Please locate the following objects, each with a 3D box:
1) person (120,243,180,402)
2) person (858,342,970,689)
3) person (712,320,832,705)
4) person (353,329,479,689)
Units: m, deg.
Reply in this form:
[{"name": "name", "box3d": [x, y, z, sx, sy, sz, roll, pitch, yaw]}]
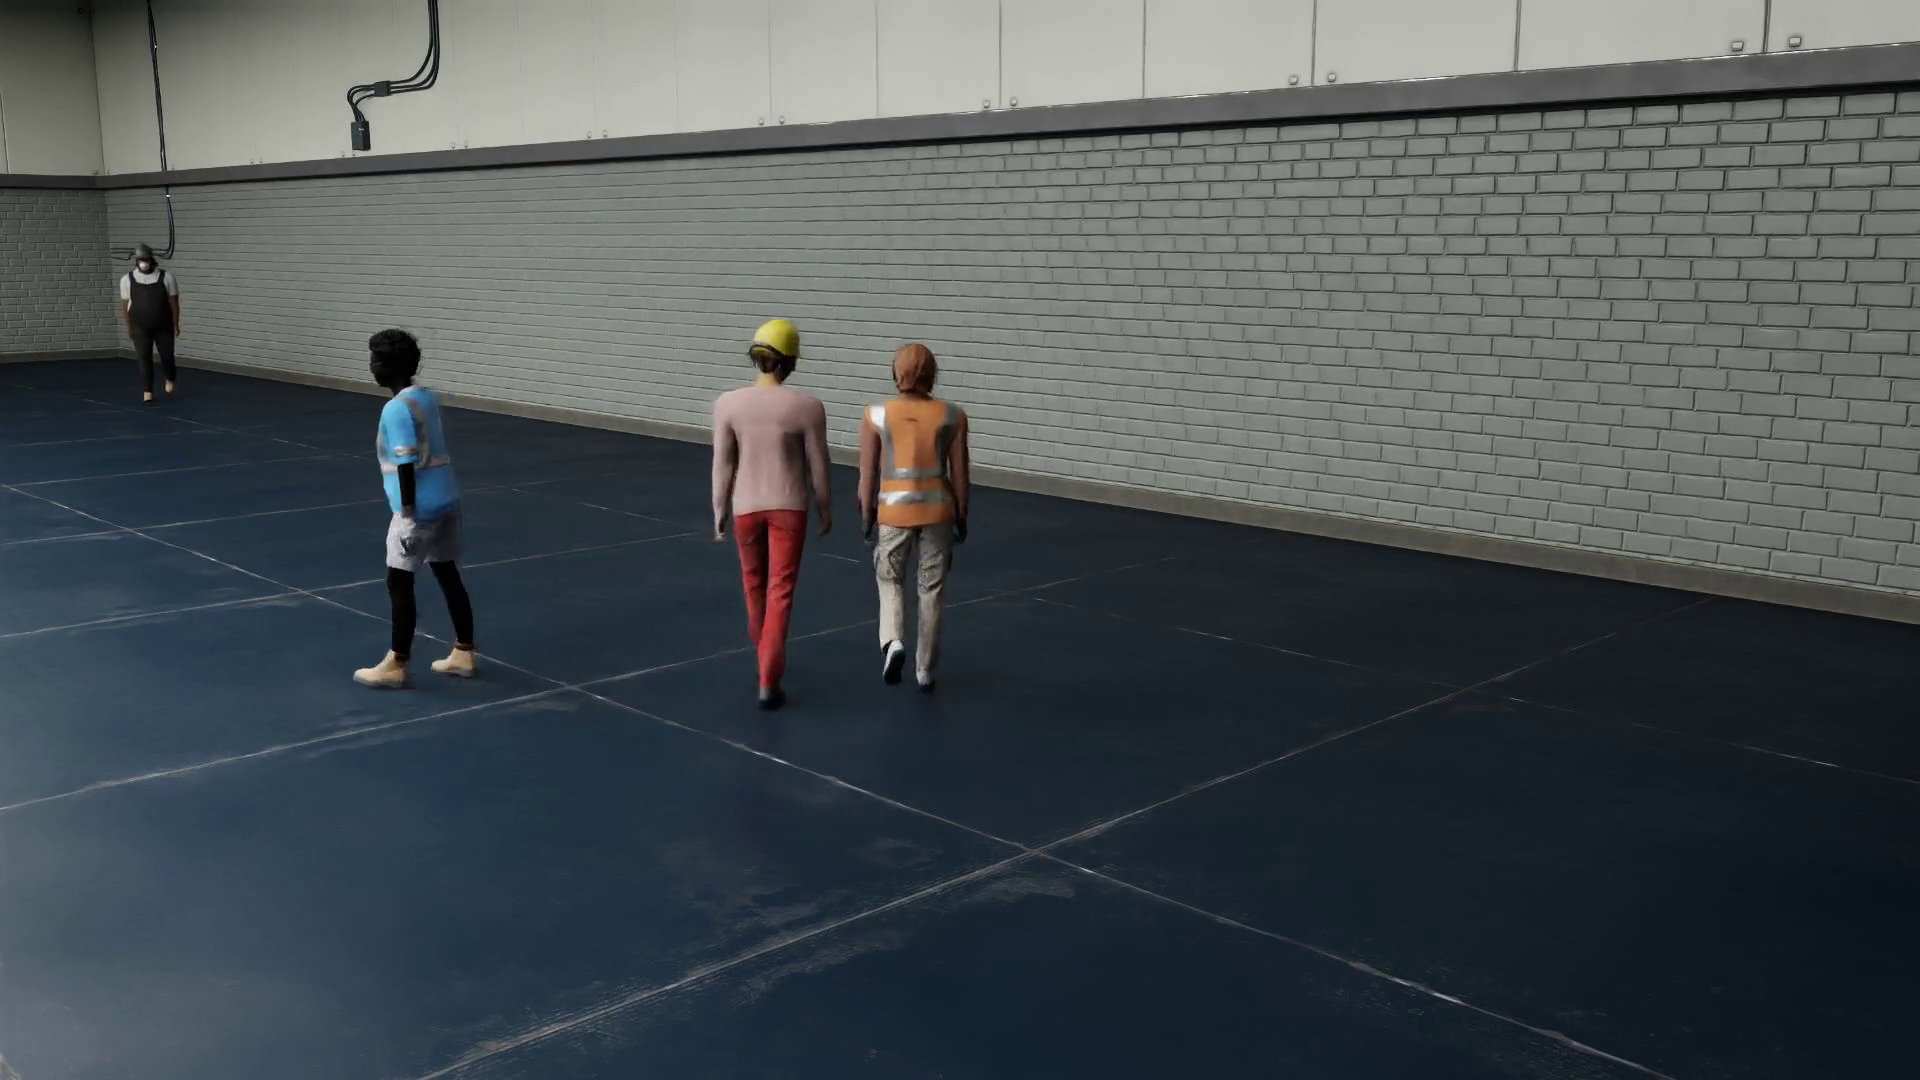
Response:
[{"name": "person", "box3d": [-10.475, -2.828, 21.566, 0.687, 2.000, 0.782, -5, 11, -23]}, {"name": "person", "box3d": [-0.206, -0.088, 7.653, 0.519, 1.627, 0.437, -1, 10, -3]}, {"name": "person", "box3d": [-0.844, -0.152, 7.742, 0.535, 1.724, 0.881, 2, 11, 11]}, {"name": "person", "box3d": [-2.614, -0.144, 7.833, 0.645, 1.667, 0.550, 0, 10, -1]}]
